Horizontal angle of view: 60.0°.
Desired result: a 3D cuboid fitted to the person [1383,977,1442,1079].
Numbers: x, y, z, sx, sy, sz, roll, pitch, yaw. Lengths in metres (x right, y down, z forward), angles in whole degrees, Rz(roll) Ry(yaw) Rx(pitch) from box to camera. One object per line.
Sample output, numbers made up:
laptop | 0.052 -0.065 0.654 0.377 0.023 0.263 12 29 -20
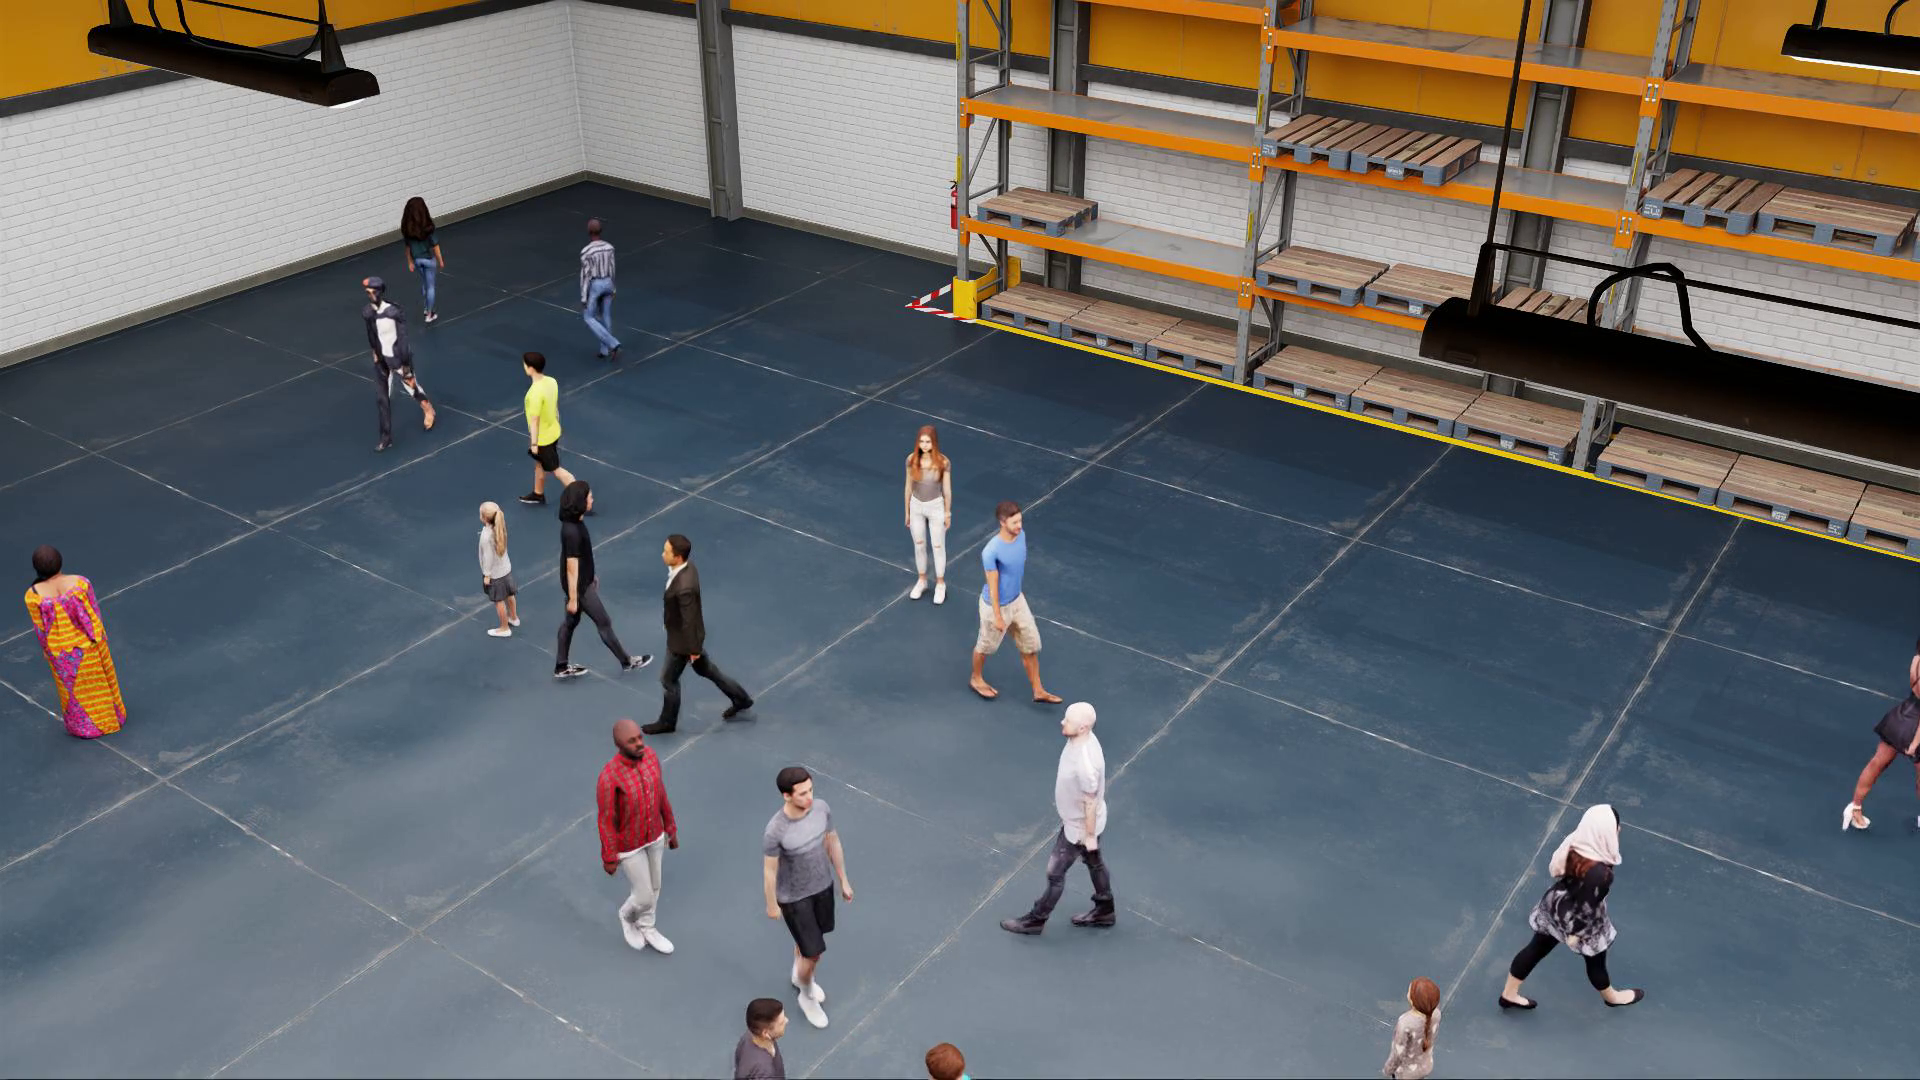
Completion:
person | 2.598 2.991 9.562 0.550 1.194 0.576 -14 32 -24

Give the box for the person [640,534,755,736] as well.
person | -2.064 0.732 13.100 1.233 1.772 1.151 -3 29 -6

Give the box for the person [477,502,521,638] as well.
person | -4.046 0.238 14.525 0.609 1.275 0.580 7 29 12

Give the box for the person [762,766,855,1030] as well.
person | -1.038 2.140 10.428 0.784 1.858 0.720 24 36 36

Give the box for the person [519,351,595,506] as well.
person | -4.031 -1.047 16.462 1.166 1.677 0.941 4 29 7

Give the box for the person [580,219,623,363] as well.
person | -4.238 -2.908 19.766 0.823 1.780 0.691 23 36 35

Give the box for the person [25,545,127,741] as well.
person | -7.018 0.766 13.129 0.732 1.685 0.760 -19 34 -31

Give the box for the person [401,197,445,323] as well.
person | -6.821 -3.524 21.078 0.691 1.603 0.766 5 29 8

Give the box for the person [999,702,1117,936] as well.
person | 0.888 1.863 10.995 1.162 1.803 1.026 1 29 1

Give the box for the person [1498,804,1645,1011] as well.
person | 3.733 2.338 10.352 1.201 1.585 1.066 -1 29 -2

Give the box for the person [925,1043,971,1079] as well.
person | -0.108 3.229 8.873 0.599 1.438 0.736 -24 37 -37

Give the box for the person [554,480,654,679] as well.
person | -3.246 0.367 13.742 1.127 1.798 1.115 -7 29 -13

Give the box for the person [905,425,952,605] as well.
person | -0.283 -0.257 14.970 0.578 1.718 0.705 7 29 12

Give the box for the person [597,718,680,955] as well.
person | -2.172 1.914 10.891 0.664 1.813 0.682 20 34 32

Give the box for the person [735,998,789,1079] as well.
person | -1.108 3.117 8.760 1.091 1.742 1.042 -5 29 -10

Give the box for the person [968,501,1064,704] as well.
person | 0.276 0.481 13.501 1.118 1.829 0.734 24 36 36

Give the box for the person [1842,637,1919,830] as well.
person | 6.714 1.387 11.913 1.037 1.758 0.944 -3 29 -5

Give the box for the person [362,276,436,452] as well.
person | -6.052 -1.951 17.935 1.253 1.852 1.076 6 29 10
